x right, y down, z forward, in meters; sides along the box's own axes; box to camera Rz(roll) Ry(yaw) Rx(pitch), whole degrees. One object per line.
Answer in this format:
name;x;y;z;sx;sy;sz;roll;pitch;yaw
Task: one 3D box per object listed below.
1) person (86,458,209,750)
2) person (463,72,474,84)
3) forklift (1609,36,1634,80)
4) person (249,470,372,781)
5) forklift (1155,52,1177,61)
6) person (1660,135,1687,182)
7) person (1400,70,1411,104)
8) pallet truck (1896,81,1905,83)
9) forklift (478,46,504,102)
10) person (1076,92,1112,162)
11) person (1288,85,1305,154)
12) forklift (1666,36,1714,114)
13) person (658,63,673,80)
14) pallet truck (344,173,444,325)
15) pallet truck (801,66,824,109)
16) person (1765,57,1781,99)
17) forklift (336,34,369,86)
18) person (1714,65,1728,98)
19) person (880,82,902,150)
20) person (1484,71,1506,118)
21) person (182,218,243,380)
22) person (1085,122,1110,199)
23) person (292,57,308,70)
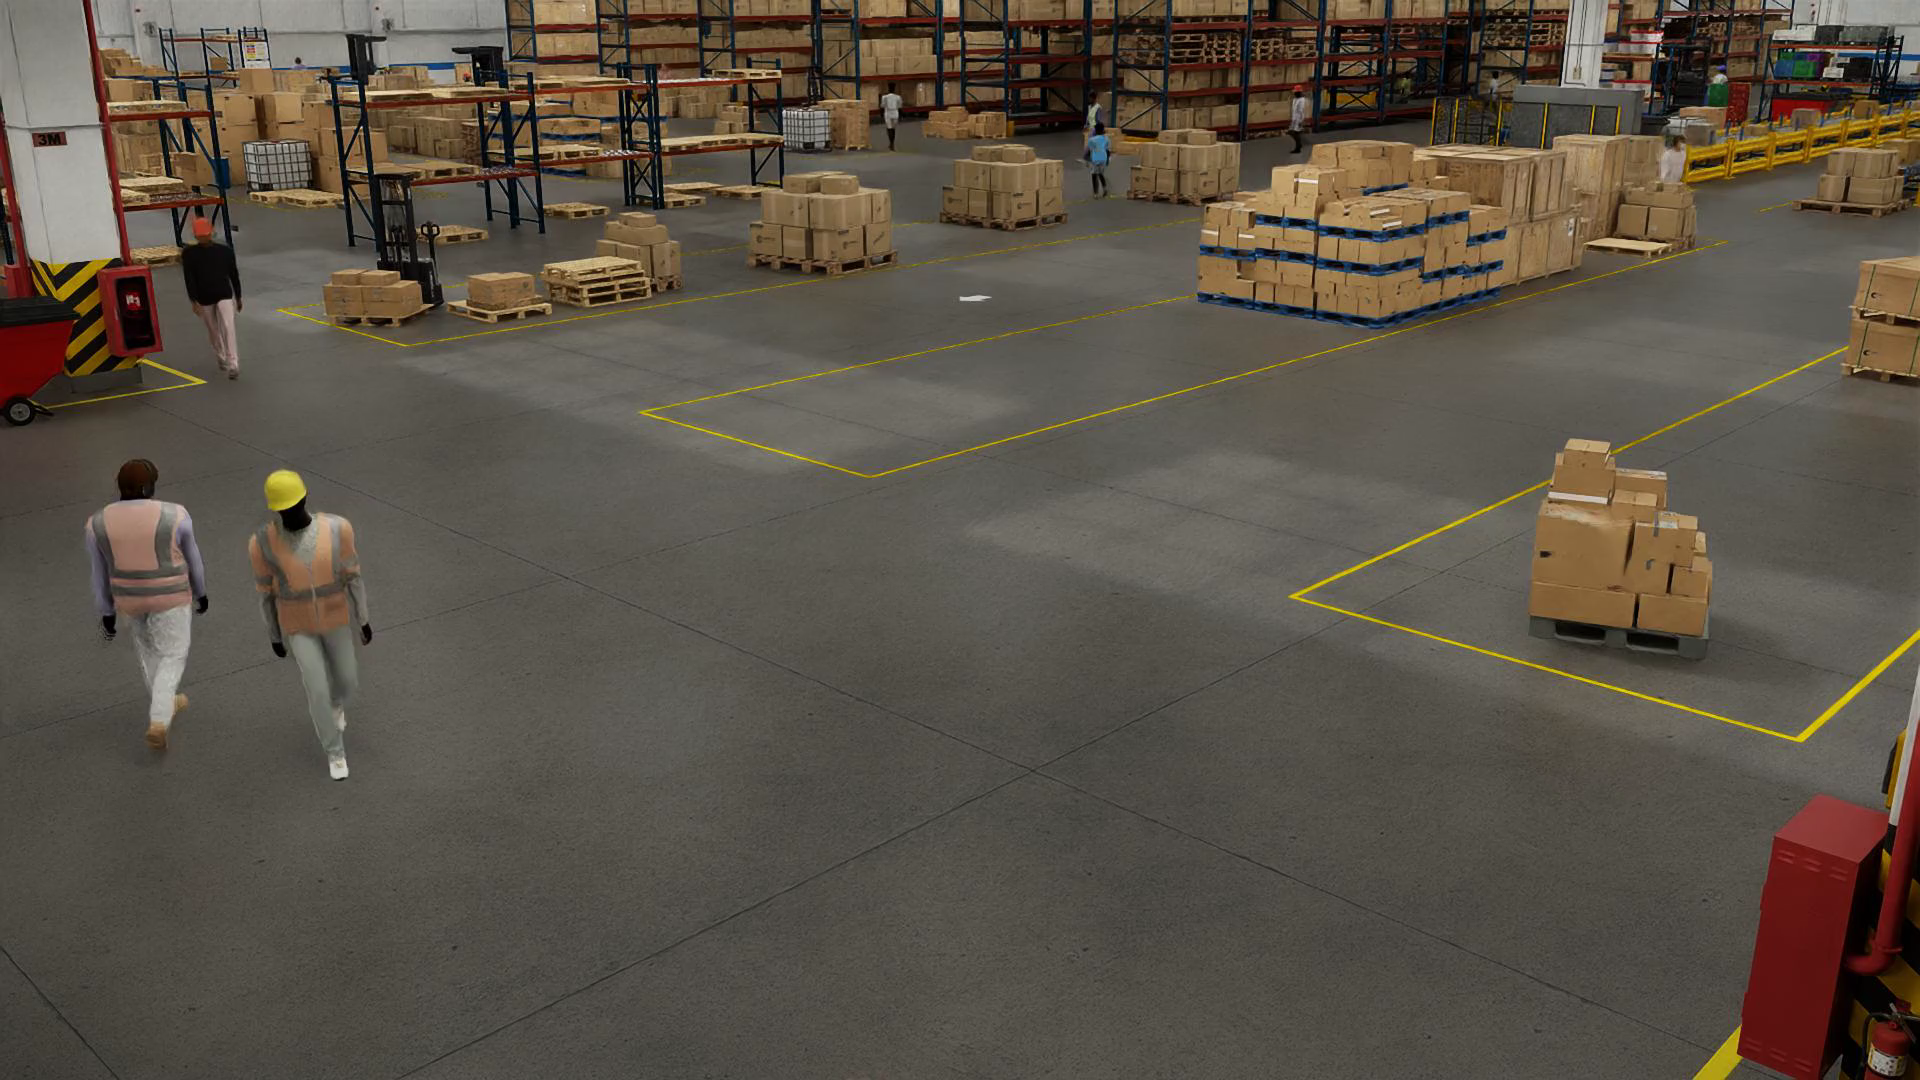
person;-5.029;0.390;10.312;0.620;1.803;0.888;-1;18;-3
person;-15.637;-13.896;53.033;0.380;1.995;0.611;17;25;41
forklift;24.713;-17.411;62.238;1.129;2.768;1.873;17;25;41
person;-3.861;0.456;9.938;0.611;1.898;0.673;-10;21;-28
forklift;6.706;-14.733;54.171;1.129;2.768;1.873;17;25;41
person;13.581;-6.747;31.658;0.653;1.883;1.037;-9;20;-25
person;16.308;-16.439;61.201;0.684;1.668;0.540;9;20;25
pallet truck;34.802;-16.331;61.455;0.653;1.274;1.630;17;25;41
forklift;-14.397;-13.832;51.456;1.129;2.768;1.873;17;25;41
person;3.701;-11.197;45.132;1.055;1.863;0.579;-5;19;-14
person;9.597;-11.995;47.420;0.414;1.917;0.569;-6;19;-18
forklift;27.341;-17.291;61.877;1.129;2.768;1.873;17;25;41
person;-11.118;-16.982;62.537;0.676;1.852;0.976;8;20;23
pallet truck;-8.209;-4.181;23.757;0.823;1.965;1.885;3;19;9
pallet truck;-4.812;-15.182;56.903;0.823;1.965;1.885;-9;21;-26
person;34.164;-19.319;69.660;0.605;1.810;0.671;-16;24;-40
forklift;-23.464;-18.297;64.908;1.129;2.768;1.873;17;25;41
person;26.999;-15.884;59.114;0.438;1.928;0.630;-7;19;-19
person;-1.985;-12.339;48.448;0.623;1.940;0.896;-6;19;-17
person;19.466;-16.177;60.420;0.867;1.651;0.545;5;19;15
person;-9.026;-2.943;20.135;0.607;1.939;1.060;-7;20;-19
person;3.093;-8.487;37.229;0.547;1.681;0.368;-9;20;-25
person;-26.063;-18.099;65.790;0.357;1.938;0.636;17;25;41
